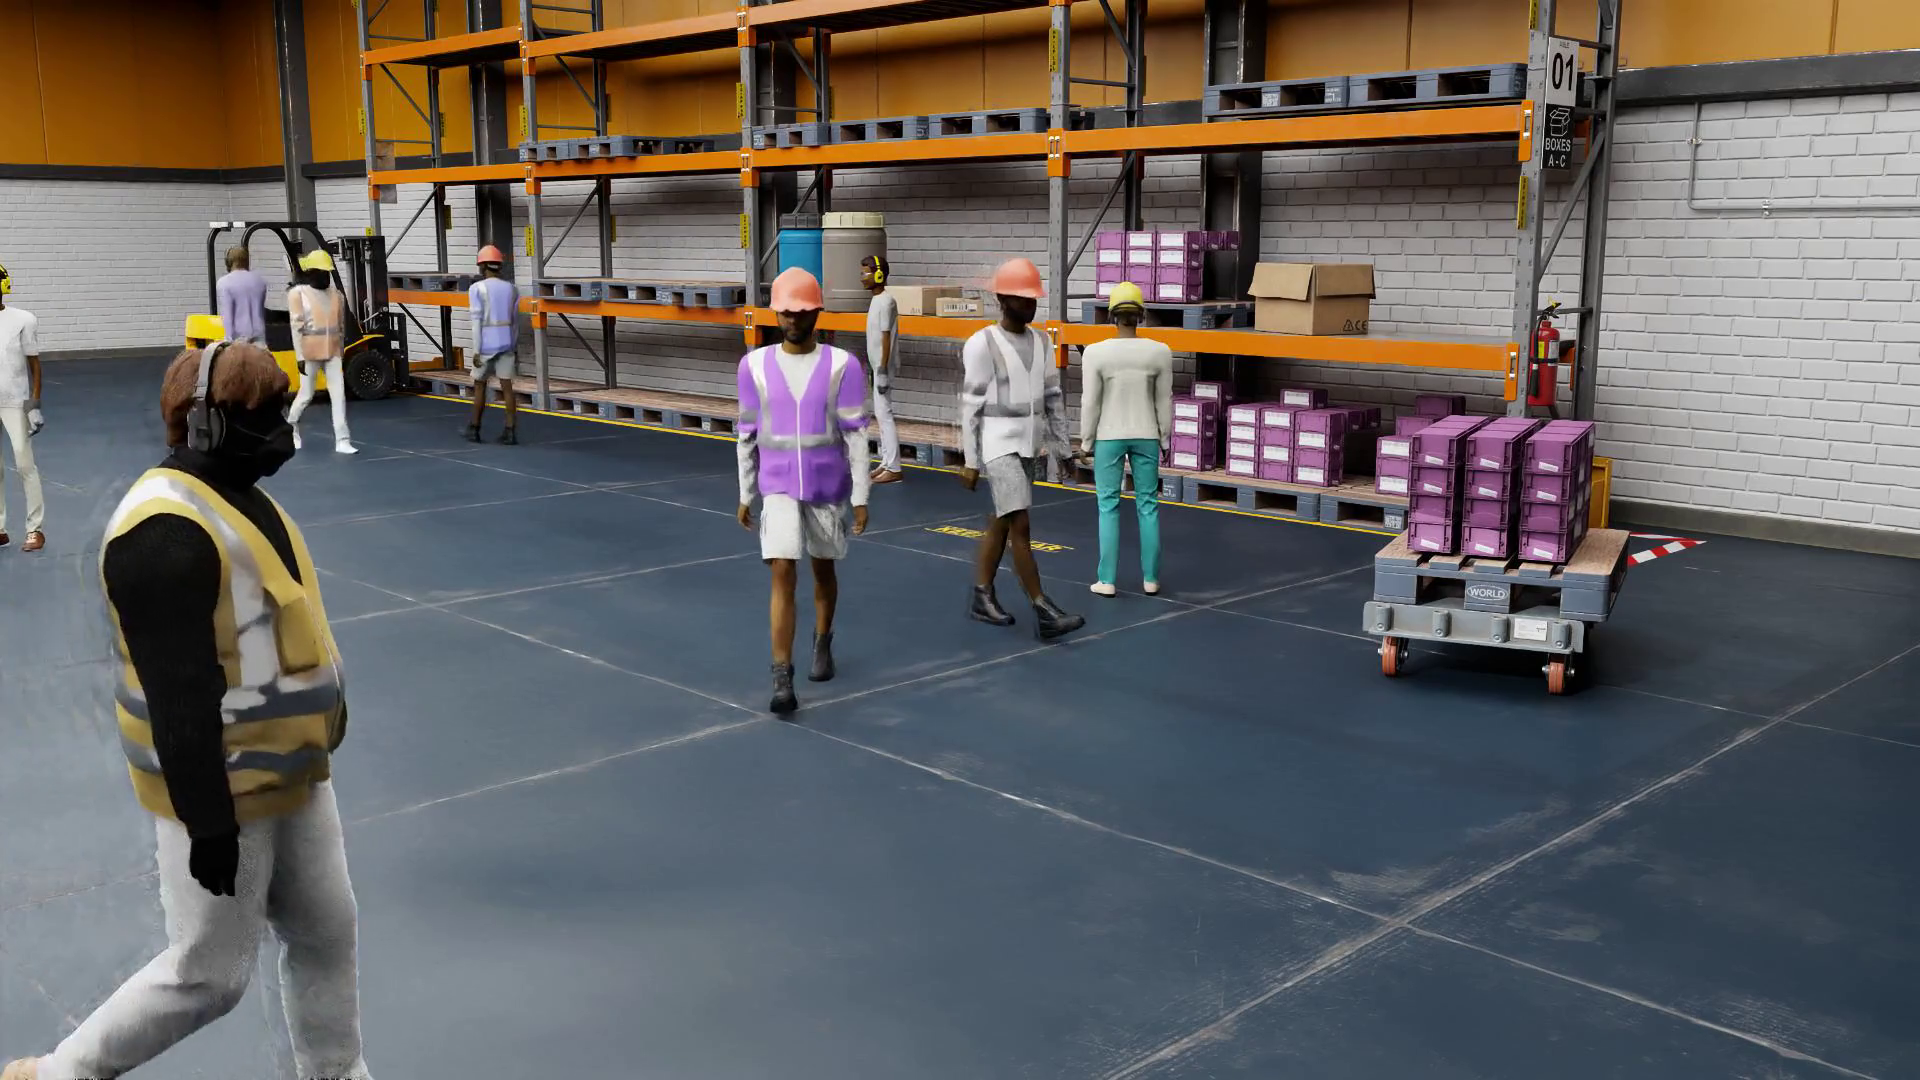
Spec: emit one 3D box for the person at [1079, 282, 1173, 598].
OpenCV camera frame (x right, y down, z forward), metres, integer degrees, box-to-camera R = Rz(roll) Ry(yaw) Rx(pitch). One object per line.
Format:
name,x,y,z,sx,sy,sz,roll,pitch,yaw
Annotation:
person,0.926,-0.556,9.334,0.532,1.765,0.328,-2,11,-8

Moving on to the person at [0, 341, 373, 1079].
person,-1.581,0.495,3.470,0.781,1.816,0.628,0,10,-2

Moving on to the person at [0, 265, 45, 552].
person,-6.145,-0.851,10.653,0.509,1.872,0.328,-1,10,-5

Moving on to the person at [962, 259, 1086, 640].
person,0.352,-0.447,8.366,0.566,1.893,0.948,-10,14,-43

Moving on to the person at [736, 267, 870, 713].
person,-0.684,-0.232,7.241,0.587,1.885,0.998,0,10,-1

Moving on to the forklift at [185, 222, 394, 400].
forklift,-8.169,-2.758,20.163,2.313,2.155,1.214,-10,14,-44

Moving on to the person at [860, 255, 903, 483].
person,-0.653,-1.395,13.659,0.318,1.860,0.509,-2,11,-11

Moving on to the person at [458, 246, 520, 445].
person,-4.582,-1.888,16.182,0.783,1.910,0.573,10,14,43

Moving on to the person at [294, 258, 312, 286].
person,-8.958,-3.063,23.142,0.313,1.716,0.719,4,11,21

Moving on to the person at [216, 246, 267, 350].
person,-7.800,-2.205,17.972,0.981,1.893,0.641,6,12,30

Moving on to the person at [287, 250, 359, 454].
person,-6.014,-1.759,15.546,0.904,1.899,0.585,9,13,39
